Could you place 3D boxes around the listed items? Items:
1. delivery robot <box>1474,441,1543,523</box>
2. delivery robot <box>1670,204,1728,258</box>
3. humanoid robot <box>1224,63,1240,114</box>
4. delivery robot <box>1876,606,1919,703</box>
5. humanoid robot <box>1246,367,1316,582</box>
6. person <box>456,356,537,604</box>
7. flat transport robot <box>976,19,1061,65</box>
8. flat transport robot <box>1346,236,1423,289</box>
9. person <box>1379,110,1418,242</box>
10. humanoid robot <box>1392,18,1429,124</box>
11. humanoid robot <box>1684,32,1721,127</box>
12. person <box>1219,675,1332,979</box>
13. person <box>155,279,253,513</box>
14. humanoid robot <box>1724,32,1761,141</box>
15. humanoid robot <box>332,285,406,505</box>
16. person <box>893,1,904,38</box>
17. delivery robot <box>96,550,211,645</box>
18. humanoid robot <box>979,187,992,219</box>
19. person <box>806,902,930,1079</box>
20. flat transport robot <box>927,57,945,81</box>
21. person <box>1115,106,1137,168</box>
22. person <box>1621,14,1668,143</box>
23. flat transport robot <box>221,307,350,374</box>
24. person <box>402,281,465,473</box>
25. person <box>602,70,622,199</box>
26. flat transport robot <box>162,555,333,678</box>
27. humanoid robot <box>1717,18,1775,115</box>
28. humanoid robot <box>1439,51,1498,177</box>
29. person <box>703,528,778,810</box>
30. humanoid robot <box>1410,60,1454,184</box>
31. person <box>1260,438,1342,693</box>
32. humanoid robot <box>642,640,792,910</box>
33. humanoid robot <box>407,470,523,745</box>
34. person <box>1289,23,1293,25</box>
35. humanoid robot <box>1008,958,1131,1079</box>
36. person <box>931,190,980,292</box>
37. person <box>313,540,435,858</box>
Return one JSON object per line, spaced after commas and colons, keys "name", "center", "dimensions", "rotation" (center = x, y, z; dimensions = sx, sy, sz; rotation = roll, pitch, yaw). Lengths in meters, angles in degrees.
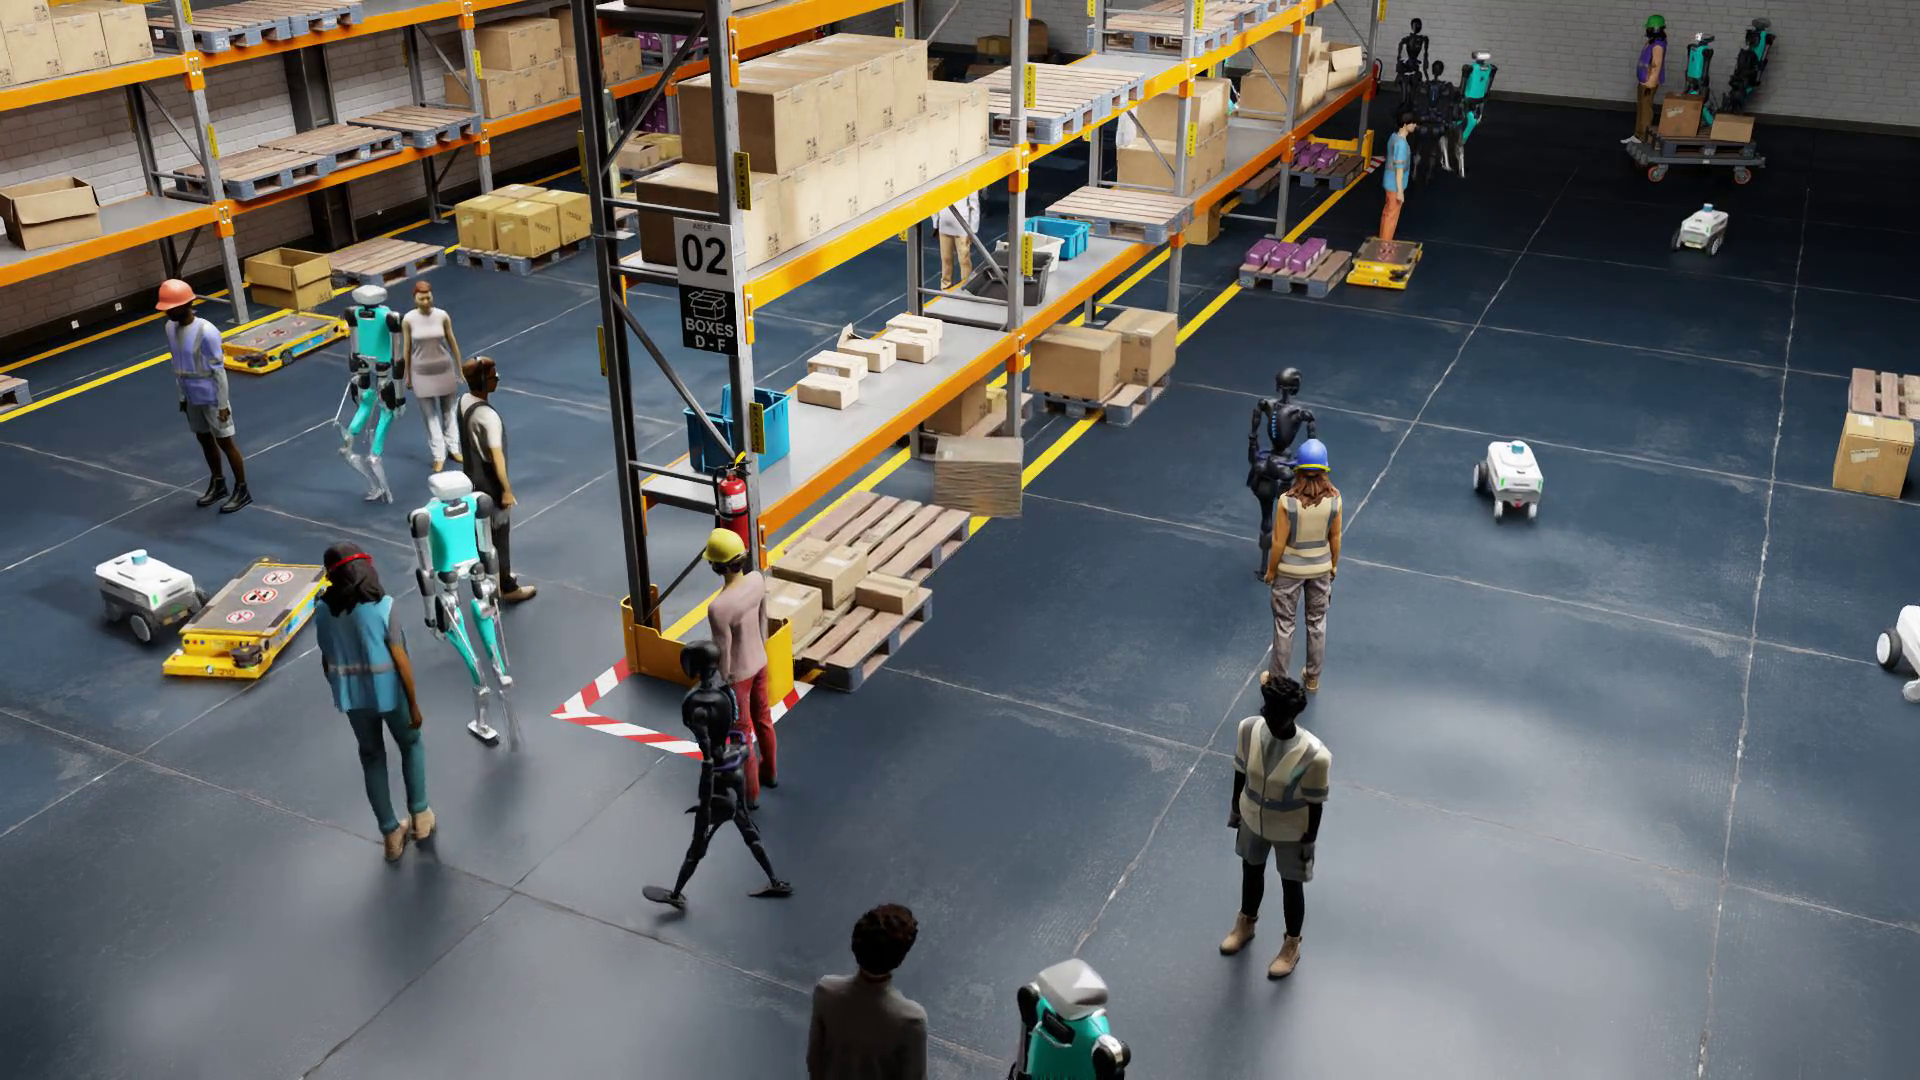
{"name": "delivery robot", "center": [4.486, -0.519, 13.488], "dimensions": [0.499, 0.581, 0.774], "rotation": [4, 27, 7]}
{"name": "delivery robot", "center": [8.930, -3.722, 19.994], "dimensions": [0.499, 0.612, 0.815], "rotation": [21, 33, 36]}
{"name": "humanoid robot", "center": [4.047, -6.639, 24.640], "dimensions": [0.820, 1.877, 0.550], "rotation": [0, 26, 0]}
{"name": "delivery robot", "center": [6.450, 0.728, 10.966], "dimensions": [0.502, 0.577, 0.739], "rotation": [4, 27, 8]}
{"name": "humanoid robot", "center": [2.343, -0.461, 12.130], "dimensions": [0.608, 1.645, 0.313], "rotation": [22, 34, 37]}
{"name": "person", "center": [-3.355, -0.430, 11.871], "dimensions": [0.328, 1.844, 0.508], "rotation": [-21, 33, -36]}
{"name": "flat transport robot", "center": [1.003, -8.468, 29.883], "dimensions": [1.431, 0.231, 0.659], "rotation": [21, 33, 36]}
{"name": "flat transport robot", "center": [4.938, -3.222, 19.286], "dimensions": [0.659, 0.231, 1.431], "rotation": [10, 28, 19]}
{"name": "person", "center": [5.124, -4.161, 19.506], "dimensions": [0.329, 1.758, 0.503], "rotation": [3, 26, 6]}
{"name": "humanoid robot", "center": [7.028, -7.282, 25.905], "dimensions": [0.596, 1.648, 0.366], "rotation": [-9, 28, -17]}
{"name": "humanoid robot", "center": [10.847, -6.467, 24.172], "dimensions": [0.701, 1.767, 0.534], "rotation": [-4, 27, -8]}
{"name": "person", "center": [1.575, 1.415, 8.319], "dimensions": [0.535, 1.691, 0.319], "rotation": [21, 33, 36]}
{"name": "person", "center": [-6.038, -1.143, 13.223], "dimensions": [0.543, 1.929, 0.385], "rotation": [13, 29, 24]}
{"name": "humanoid robot", "center": [11.642, -6.766, 24.930], "dimensions": [0.788, 1.631, 0.588], "rotation": [6, 27, 12]}
{"name": "humanoid robot", "center": [-4.785, -1.063, 13.377], "dimensions": [0.540, 1.861, 0.767], "rotation": [11, 28, 21]}
{"name": "person", "center": [-1.018, -9.533, 30.281], "dimensions": [0.369, 1.828, 0.504], "rotation": [18, 31, 31]}
{"name": "delivery robot", "center": [-5.708, 0.372, 11.723], "dimensions": [0.796, 0.612, 0.499], "rotation": [16, 30, 28]}
{"name": "humanoid robot", "center": [0.114, -4.834, 20.991], "dimensions": [0.748, 1.631, 0.588], "rotation": [-22, 34, -37]}
{"name": "person", "center": [-0.375, 2.229, 6.490], "dimensions": [0.556, 1.851, 0.929], "rotation": [6, 27, 11]}
{"name": "flat transport robot", "center": [-0.734, -6.718, 26.349], "dimensions": [1.431, 0.231, 0.659], "rotation": [5, 27, 9]}
{"name": "person", "center": [2.154, -4.636, 20.327], "dimensions": [0.654, 1.876, 0.820], "rotation": [10, 28, 19]}
{"name": "person", "center": [10.179, -6.781, 24.606], "dimensions": [0.428, 1.925, 0.540], "rotation": [4, 27, 8]}
{"name": "flat transport robot", "center": [-6.849, -2.025, 16.869], "dimensions": [0.659, 0.231, 1.431], "rotation": [10, 28, 20]}
{"name": "person", "center": [-4.432, -1.384, 14.014], "dimensions": [0.467, 1.648, 0.327], "rotation": [-12, 29, -23]}
{"name": "person", "center": [-4.539, -5.124, 21.351], "dimensions": [0.389, 1.845, 0.563], "rotation": [0, 26, -1]}
{"name": "flat transport robot", "center": [-4.942, 0.528, 11.711], "dimensions": [0.659, 0.231, 1.431], "rotation": [2, 26, 5]}
{"name": "humanoid robot", "center": [11.779, -6.971, 25.261], "dimensions": [0.799, 1.806, 0.530], "rotation": [-8, 27, -16]}
{"name": "humanoid robot", "center": [6.946, -5.909, 23.098], "dimensions": [0.558, 1.817, 0.764], "rotation": [-10, 28, -19]}
{"name": "person", "center": [-1.292, 0.740, 9.597], "dimensions": [0.328, 1.765, 0.532], "rotation": [11, 29, 22]}
{"name": "humanoid robot", "center": [6.430, -5.708, 22.707], "dimensions": [0.602, 1.650, 0.358], "rotation": [9, 28, 18]}
{"name": "person", "center": [2.200, 0.187, 10.699], "dimensions": [0.479, 1.777, 0.303], "rotation": [-4, 27, -8]}
{"name": "humanoid robot", "center": [-1.315, 1.232, 8.738], "dimensions": [0.790, 1.624, 0.596], "rotation": [1, 26, 1]}
{"name": "humanoid robot", "center": [-2.926, 0.532, 10.186], "dimensions": [0.704, 1.915, 0.551], "rotation": [23, 34, 38]}
{"name": "person", "center": [5.025, -7.632, 26.412], "dimensions": [0.544, 1.853, 0.627], "rotation": [9, 28, 17]}
{"name": "humanoid robot", "center": [0.212, 2.484, 6.232], "dimensions": [0.761, 1.888, 0.542], "rotation": [-19, 32, -34]}
{"name": "person", "center": [-0.065, -3.372, 17.915], "dimensions": [0.574, 1.749, 0.334], "rotation": [15, 30, 28]}
{"name": "person", "center": [-3.250, 0.888, 9.219], "dimensions": [0.554, 1.832, 0.529], "rotation": [-1, 26, -2]}
